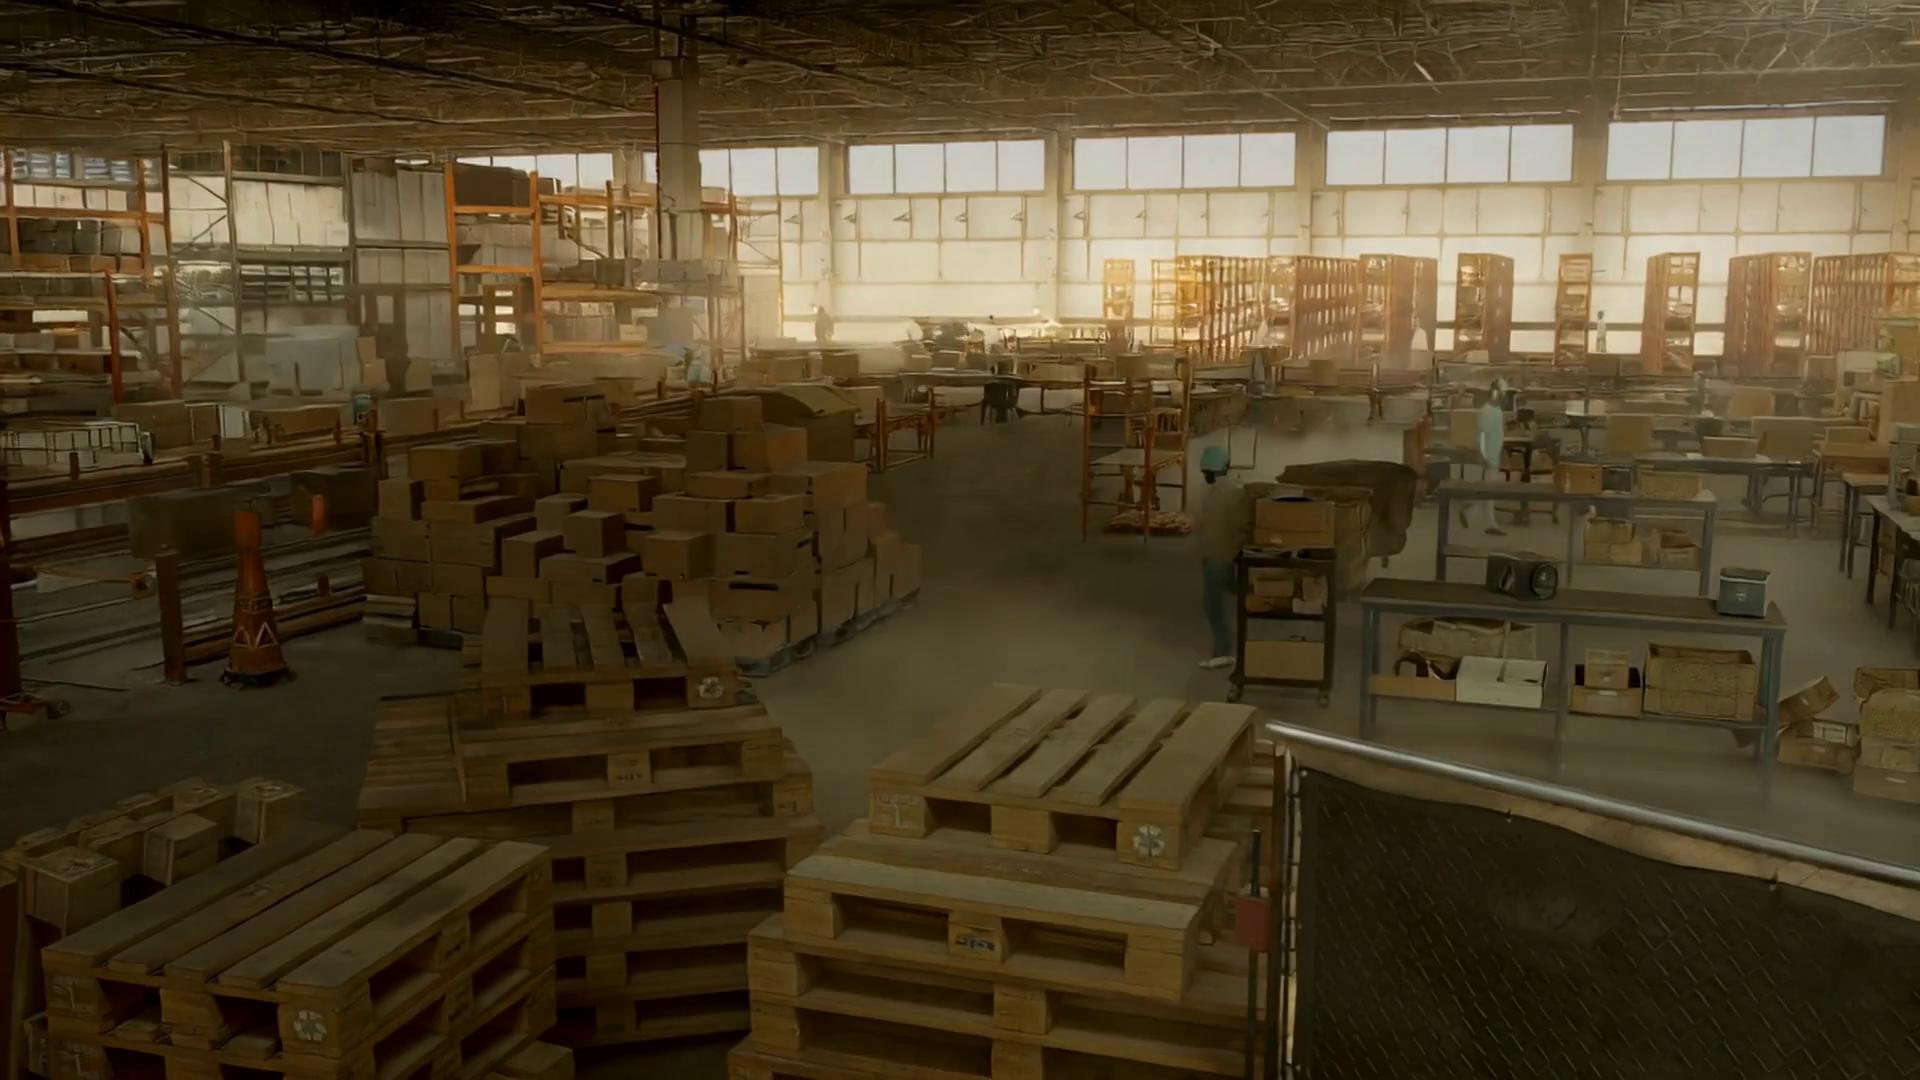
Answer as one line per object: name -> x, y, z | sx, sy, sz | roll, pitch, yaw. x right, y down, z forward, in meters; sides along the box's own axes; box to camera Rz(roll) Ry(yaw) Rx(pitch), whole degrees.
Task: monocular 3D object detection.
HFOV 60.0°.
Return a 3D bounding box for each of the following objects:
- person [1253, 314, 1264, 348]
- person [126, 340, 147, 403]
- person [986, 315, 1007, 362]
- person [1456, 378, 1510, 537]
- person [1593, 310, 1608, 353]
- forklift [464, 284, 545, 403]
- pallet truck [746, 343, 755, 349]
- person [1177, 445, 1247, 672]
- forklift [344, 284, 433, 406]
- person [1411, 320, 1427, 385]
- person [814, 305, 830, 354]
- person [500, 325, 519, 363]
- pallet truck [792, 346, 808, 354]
person -> 9.361, -6.140, 51.959 | 0.838, 1.820, 0.570 | 0, 9, 0
person -> -17.391, -3.408, 35.305 | 0.859, 1.652, 0.539 | -2, 9, -13
person -> 1.117, -6.554, 54.895 | 0.779, 1.715, 0.578 | -2, 9, -15
person -> 6.129, -0.968, 19.396 | 0.623, 1.846, 0.542 | 7, 11, 37
person -> 22.341, -7.119, 58.113 | 0.532, 1.811, 0.633 | 1, 9, 9
forklift -> -10.832, -4.702, 39.610 | 1.129, 2.768, 1.873 | 3, 10, 20
pallet truck -> -6.183, -4.618, 44.264 | 1.601, 1.201, 0.680 | -9, 12, -43
person -> 1.929, 0.147, 12.655 | 0.424, 1.750, 0.539 | -3, 10, -21
forklift -> -13.395, -4.592, 38.924 | 1.129, 2.768, 1.873 | 3, 10, 20
person -> 12.049, -4.823, 43.555 | 0.495, 1.875, 0.655 | 3, 9, 18
person -> -5.298, -8.072, 63.877 | 0.660, 1.886, 0.545 | -5, 10, -27
person -> -9.927, -3.778, 36.771 | 0.438, 1.928, 0.630 | -9, 12, -43
pallet truck -> -3.705, -4.298, 42.022 | 0.653, 1.274, 1.630 | 3, 10, 20
